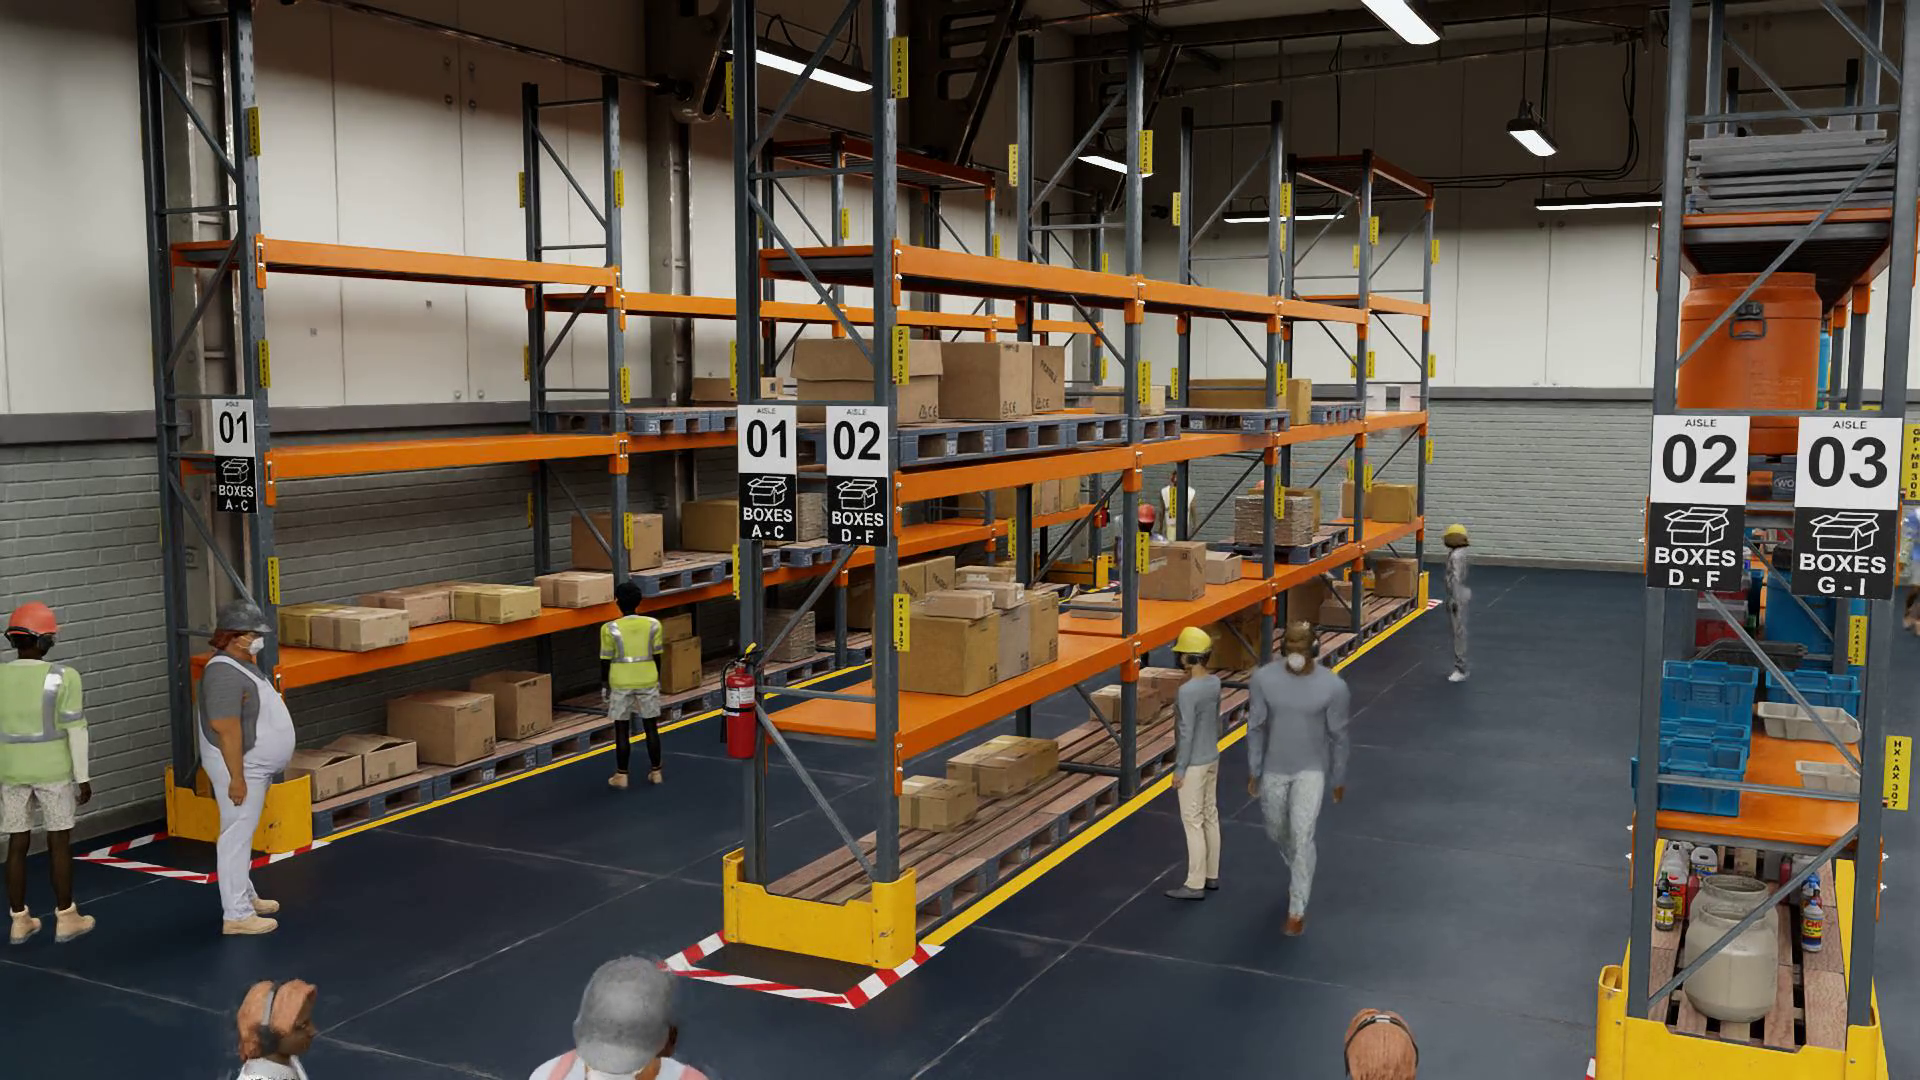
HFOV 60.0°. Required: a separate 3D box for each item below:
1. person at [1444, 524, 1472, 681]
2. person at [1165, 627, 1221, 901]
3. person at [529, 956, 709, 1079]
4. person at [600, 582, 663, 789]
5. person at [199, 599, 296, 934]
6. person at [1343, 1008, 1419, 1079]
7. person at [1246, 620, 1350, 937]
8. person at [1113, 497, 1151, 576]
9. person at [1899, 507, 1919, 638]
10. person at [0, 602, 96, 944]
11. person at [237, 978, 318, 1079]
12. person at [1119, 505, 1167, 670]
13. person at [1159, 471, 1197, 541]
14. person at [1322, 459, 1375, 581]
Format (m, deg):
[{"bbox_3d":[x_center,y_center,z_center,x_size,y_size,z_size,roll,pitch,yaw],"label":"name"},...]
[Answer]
[{"bbox_3d":[5.493,0.691,18.421,0.330,1.700,0.624,3,7,26],"label":"person"},{"bbox_3d":[1.511,1.442,10.796,0.319,1.766,0.534,4,7,33],"label":"person"},{"bbox_3d":[-0.850,1.979,4.244,0.692,2.000,0.645,3,7,25],"label":"person"},{"bbox_3d":[-2.691,1.190,13.656,0.545,1.689,0.326,-3,7,-29],"label":"person"},{"bbox_3d":[-4.367,1.364,10.221,0.536,2.000,0.688,-2,6,-19],"label":"person"},{"bbox_3d":[1.173,2.132,4.684,0.514,1.641,0.308,0,6,1],"label":"person"},{"bbox_3d":[2.109,1.420,10.336,0.618,1.909,0.834,3,7,27],"label":"person"},{"bbox_3d":[2.270,0.271,21.853,0.538,1.830,0.515,0,6,0],"label":"person"},{"bbox_3d":[12.372,0.253,21.232,0.659,2.006,0.617,2,6,15],"label":"person"},{"bbox_3d":[-5.529,1.388,9.978,0.615,2.041,0.391,0,6,-5],"label":"person"},{"bbox_3d":[-2.159,2.113,5.001,0.662,1.612,0.516,-1,6,-10],"label":"person"},{"bbox_3d":[2.041,0.574,18.502,0.555,1.906,0.886,1,6,8],"label":"person"},{"bbox_3d":[3.474,-0.197,26.500,0.594,1.804,0.907,1,6,6],"label":"person"},{"bbox_3d":[6.292,-0.311,26.799,1.058,1.998,0.616,1,6,6],"label":"person"}]
